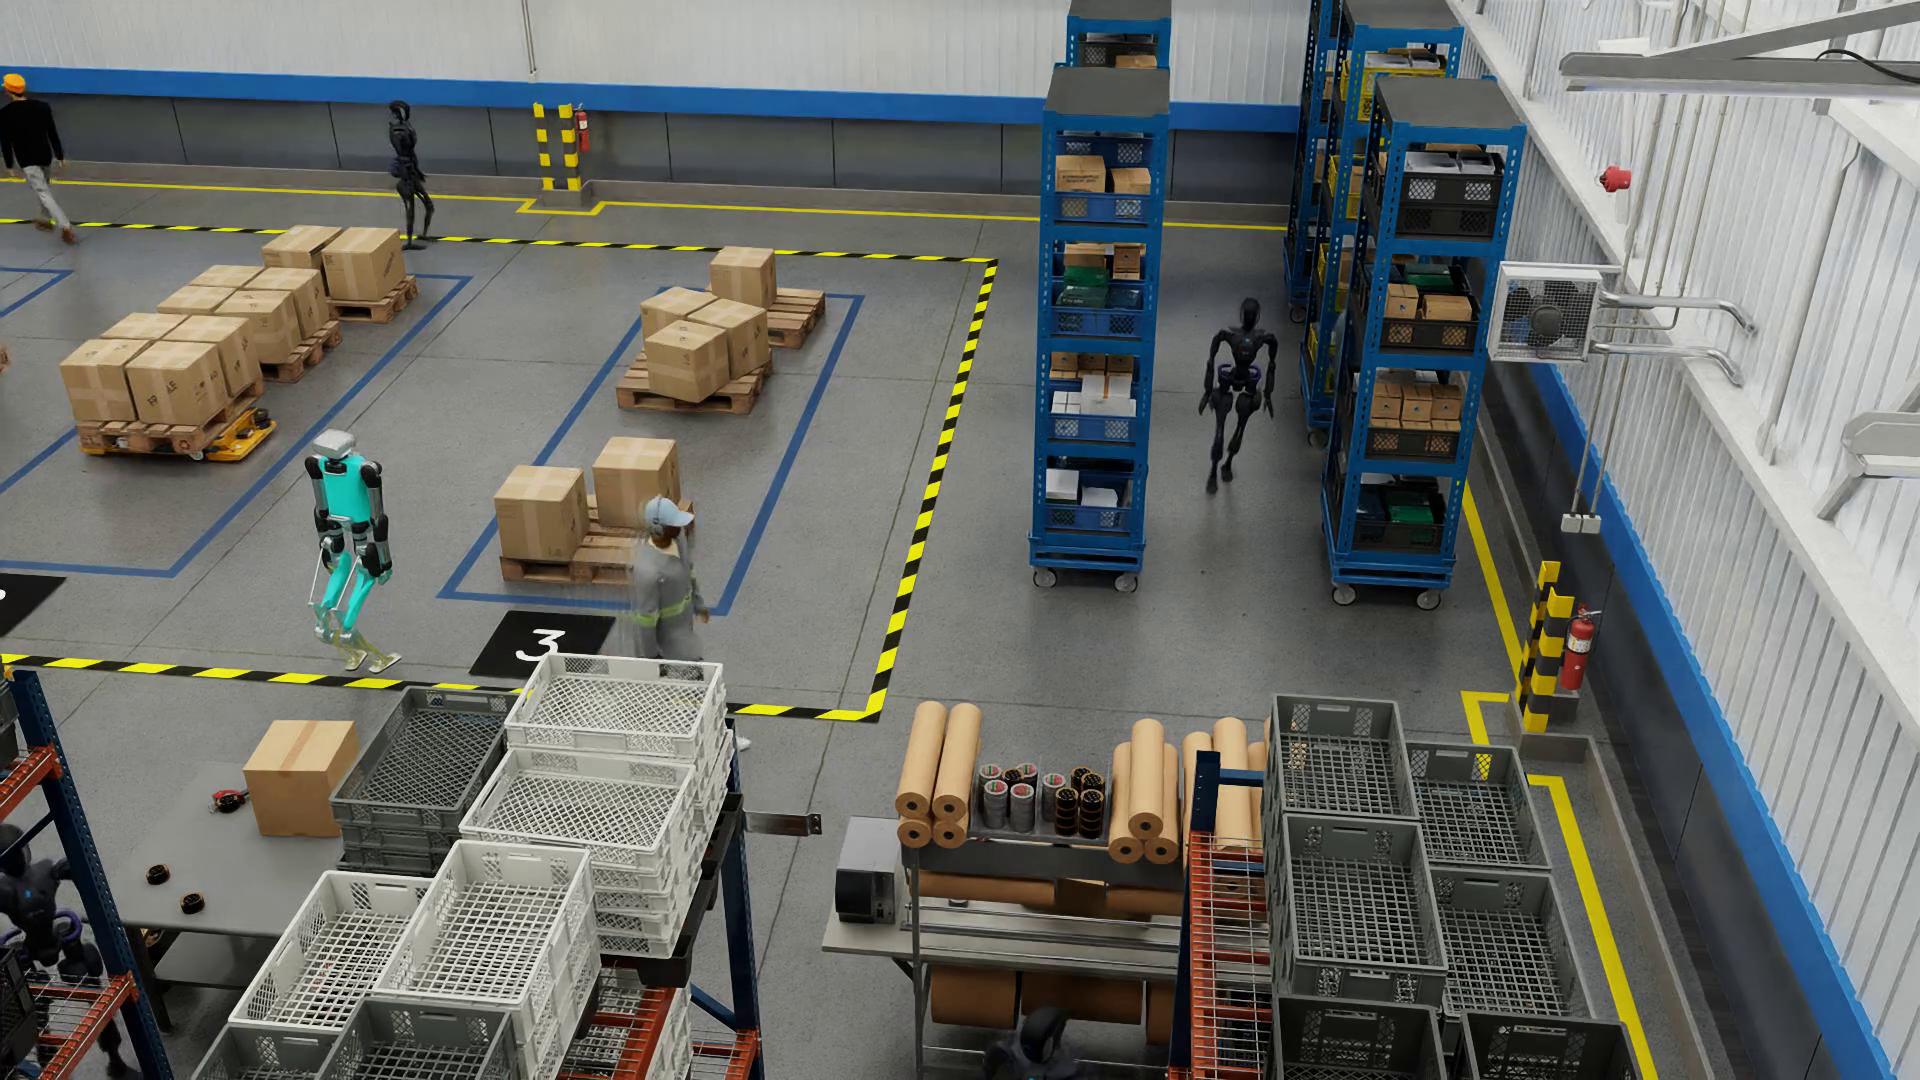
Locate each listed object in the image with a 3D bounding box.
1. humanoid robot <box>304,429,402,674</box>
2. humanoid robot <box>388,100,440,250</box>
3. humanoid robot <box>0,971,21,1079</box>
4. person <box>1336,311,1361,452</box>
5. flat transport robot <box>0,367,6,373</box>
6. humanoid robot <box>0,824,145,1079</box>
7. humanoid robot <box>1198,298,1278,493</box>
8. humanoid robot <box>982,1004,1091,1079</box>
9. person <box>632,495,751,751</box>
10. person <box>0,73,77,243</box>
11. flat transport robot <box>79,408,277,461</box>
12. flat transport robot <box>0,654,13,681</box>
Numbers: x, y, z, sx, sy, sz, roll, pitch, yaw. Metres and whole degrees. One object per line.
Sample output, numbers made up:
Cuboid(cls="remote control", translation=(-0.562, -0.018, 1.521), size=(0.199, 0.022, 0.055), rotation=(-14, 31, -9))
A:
Cuboid(cls="humanoid robot", translation=(-4.040, 0.161, 10.803), size=(0.533, 1.677, 0.735), rotation=(9, 31, 15))
Cuboid(cls="humanoid robot", translation=(-6.000, -3.962, 18.080), size=(0.376, 1.643, 0.615), rotation=(-2, 30, -3))
Cuboid(cls="humanoid robot", translation=(-4.546, 2.113, 7.640), size=(0.326, 1.651, 0.584), rotation=(-8, 31, -13))
Cuboid(cls="person", translation=(3.264, -1.260, 13.212), size=(0.685, 1.908, 0.607), rotation=(-8, 31, -14))
Cuboid(cls="flat transport robot", translation=(-9.337, -1.345, 14.956), size=(0.652, 0.197, 1.431), rotation=(3, 30, 6))
Cuboid(cls="humanoid robot", translation=(-4.265, 2.003, 7.831), size=(0.591, 1.650, 0.334), rotation=(-23, 37, -34))
Cuboid(cls="humanoid robot", translation=(2.221, -1.174, 13.300), size=(0.602, 1.642, 0.534), rotation=(1, 30, 2))
Cuboid(cls="humanoid robot", translation=(0.324, 2.542, 6.953), size=(0.610, 1.624, 0.786), rotation=(15, 33, 23))
Cuboid(cls="person", translation=(-1.819, 0.503, 10.273), size=(0.905, 1.819, 0.586), rotation=(3, 30, 5))
Cuboid(cls="person", translation=(-10.192, -4.213, 18.343), size=(0.924, 1.847, 0.596), rotation=(20, 36, 30))
Cuboid(cls="flat transport robot", translation=(-6.706, -0.943, 14.265), size=(1.431, 0.197, 0.652), rotation=(3, 30, 6))
Cuboid(cls="flat transport robot", translation=(-7.142, 0.969, 11.010), size=(1.431, 0.231, 0.659), rotation=(3, 30, 6))
